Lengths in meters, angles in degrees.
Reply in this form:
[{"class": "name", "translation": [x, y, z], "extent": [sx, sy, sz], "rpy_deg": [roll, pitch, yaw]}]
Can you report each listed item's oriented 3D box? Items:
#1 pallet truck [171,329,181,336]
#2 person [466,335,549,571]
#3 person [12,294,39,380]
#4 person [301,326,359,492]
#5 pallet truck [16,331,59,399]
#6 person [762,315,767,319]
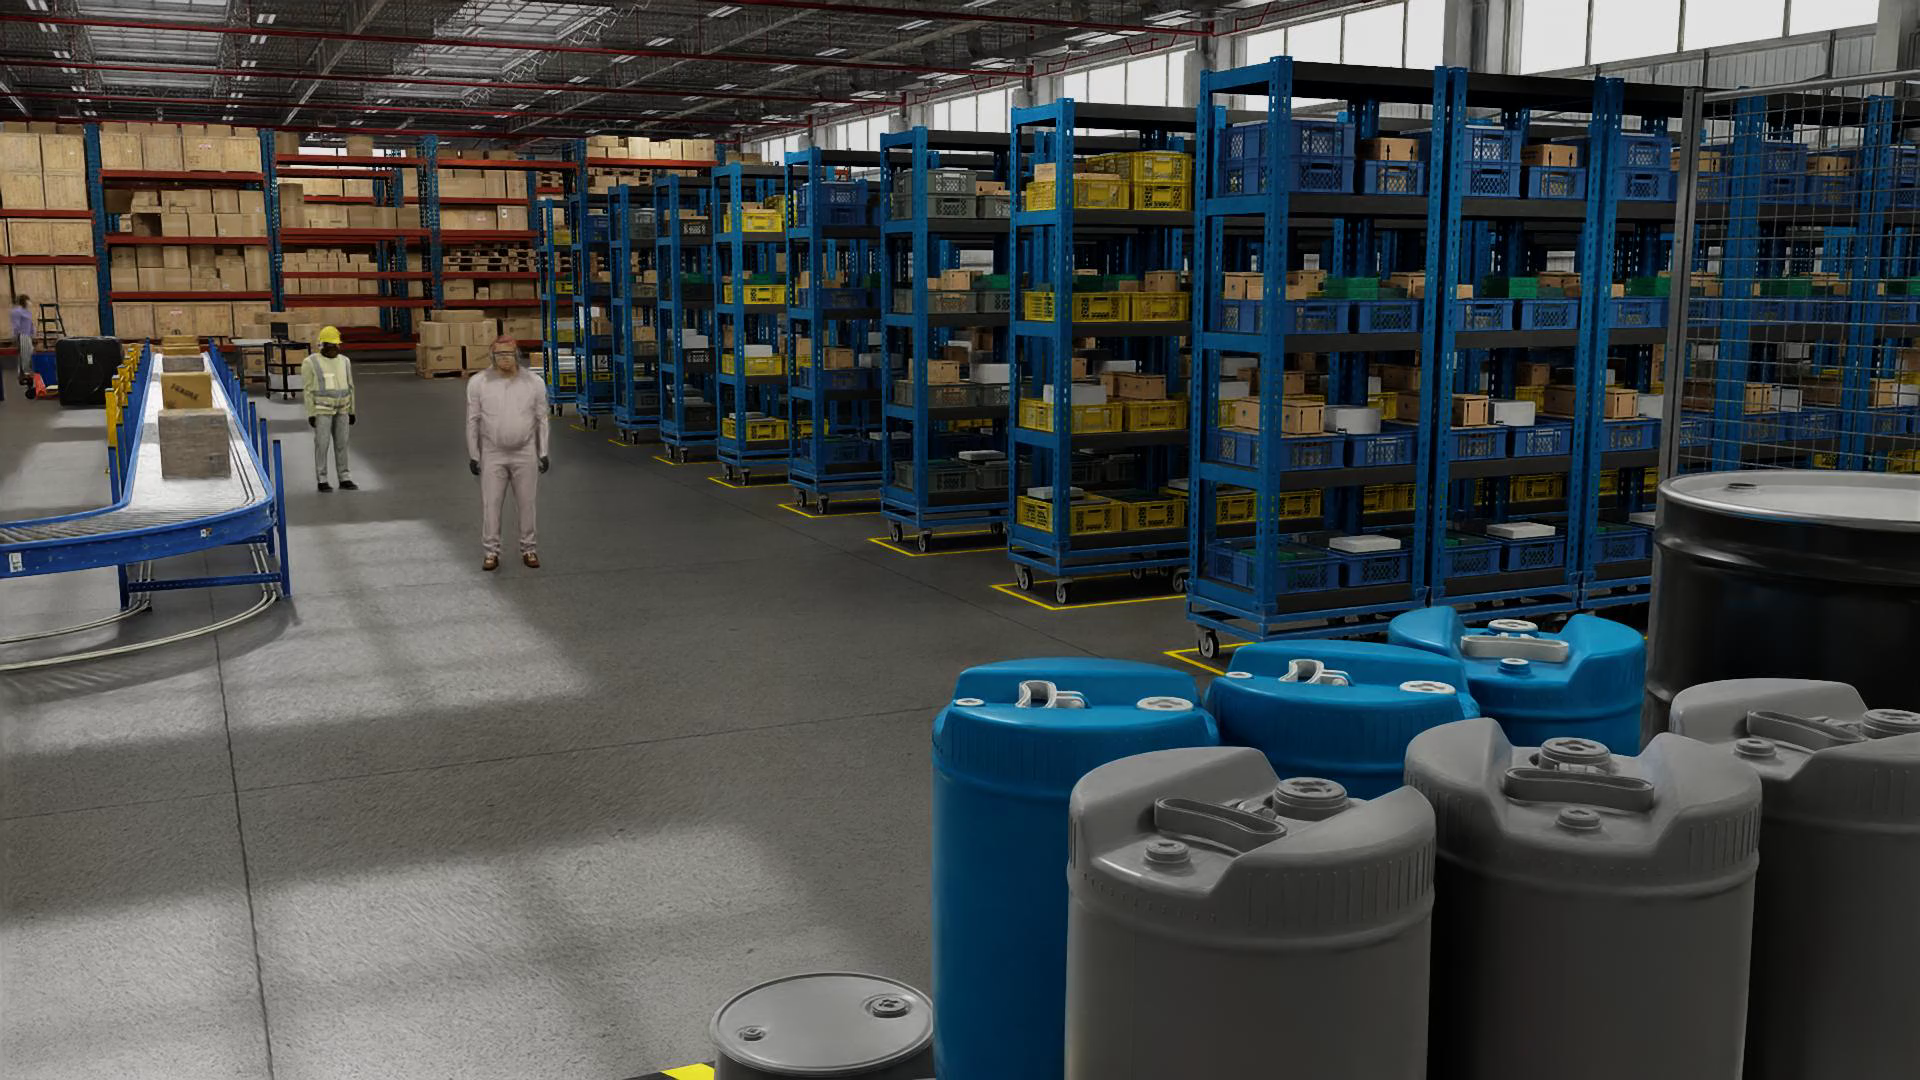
[{"class": "pallet truck", "translation": [-17.275, -3.851, 35.096], "extent": [1.601, 1.201, 0.680], "rpy_deg": [0, 9, 1]}, {"class": "person", "translation": [-3.655, -0.705, 13.475], "extent": [0.652, 1.906, 0.403], "rpy_deg": [-3, 10, -19]}, {"class": "person", "translation": [-20.764, -4.500, 36.990], "extent": [0.573, 1.918, 0.647], "rpy_deg": [-1, 9, -9]}, {"class": "person", "translation": [-6.908, -1.433, 18.264], "extent": [0.403, 1.821, 0.595], "rpy_deg": [7, 11, 36]}, {"class": "pallet truck", "translation": [-17.082, -3.353, 31.781], "extent": [1.630, 1.274, 0.653], "rpy_deg": [-4, 10, -25]}, {"class": "person", "translation": [-4.112, -4.230, 35.080], "extent": [0.386, 1.990, 0.624], "rpy_deg": [3, 10, 20]}]
